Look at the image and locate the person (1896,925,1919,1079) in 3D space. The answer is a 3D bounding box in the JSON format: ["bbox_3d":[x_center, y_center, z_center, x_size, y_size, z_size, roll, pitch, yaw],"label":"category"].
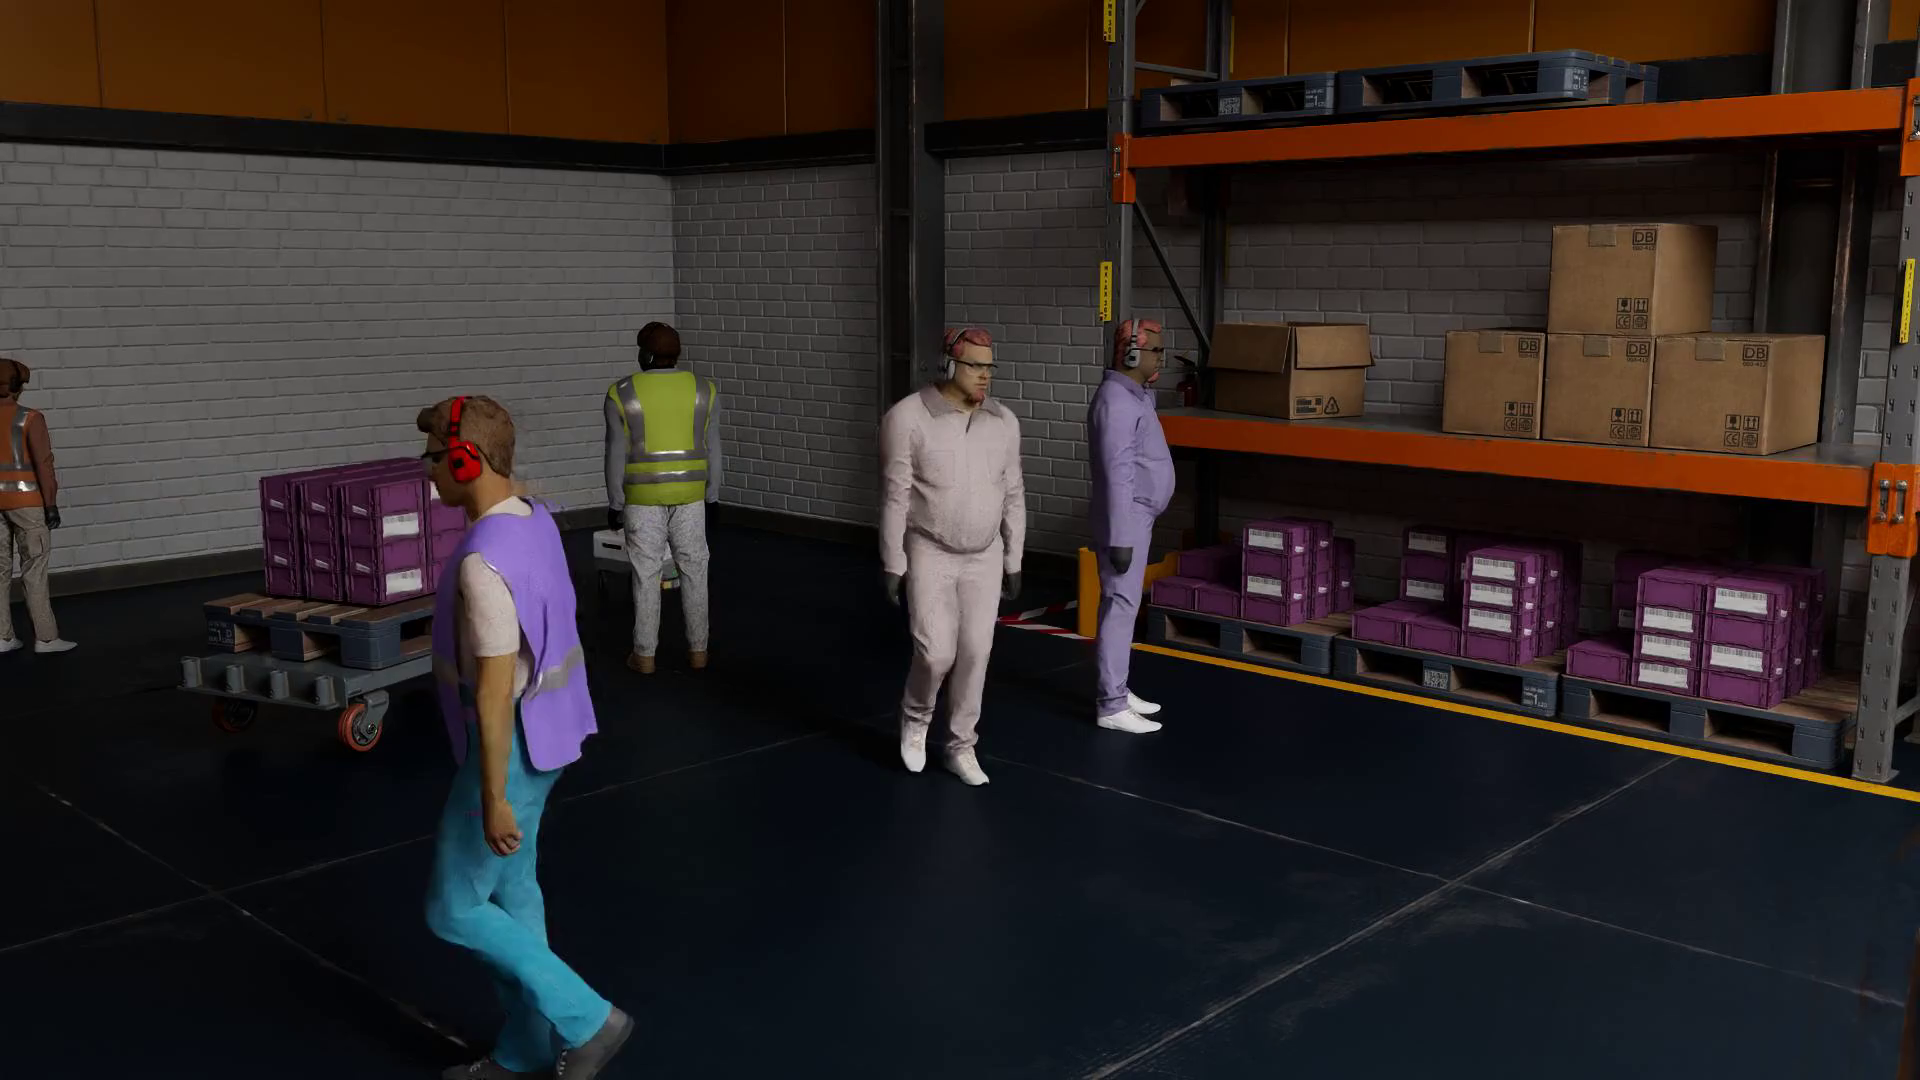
[{"bbox_3d":[1.171,0.881,1.892,0.987,1.894,0.549,9,13,43],"label":"person"}]

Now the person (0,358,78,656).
[{"bbox_3d":[-5.178,-0.175,9.114,0.513,1.640,0.309,2,9,9],"label":"person"}]

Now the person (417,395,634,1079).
[{"bbox_3d":[-1.127,0.544,4.168,0.449,1.818,0.567,0,9,0],"label":"person"}]

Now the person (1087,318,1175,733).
[{"bbox_3d":[0.789,-0.069,7.683,0.401,1.899,0.633,1,9,9],"label":"person"}]

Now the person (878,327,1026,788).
[{"bbox_3d":[-0.012,0.080,6.790,0.661,1.884,0.420,-5,10,-27],"label":"person"}]

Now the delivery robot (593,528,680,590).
[{"bbox_3d":[-2.031,0.061,10.695,0.707,0.478,0.477,7,12,37],"label":"delivery robot"}]

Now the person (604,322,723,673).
[{"bbox_3d":[-1.561,-0.220,8.766,0.630,1.846,0.429,-4,10,-23],"label":"person"}]
